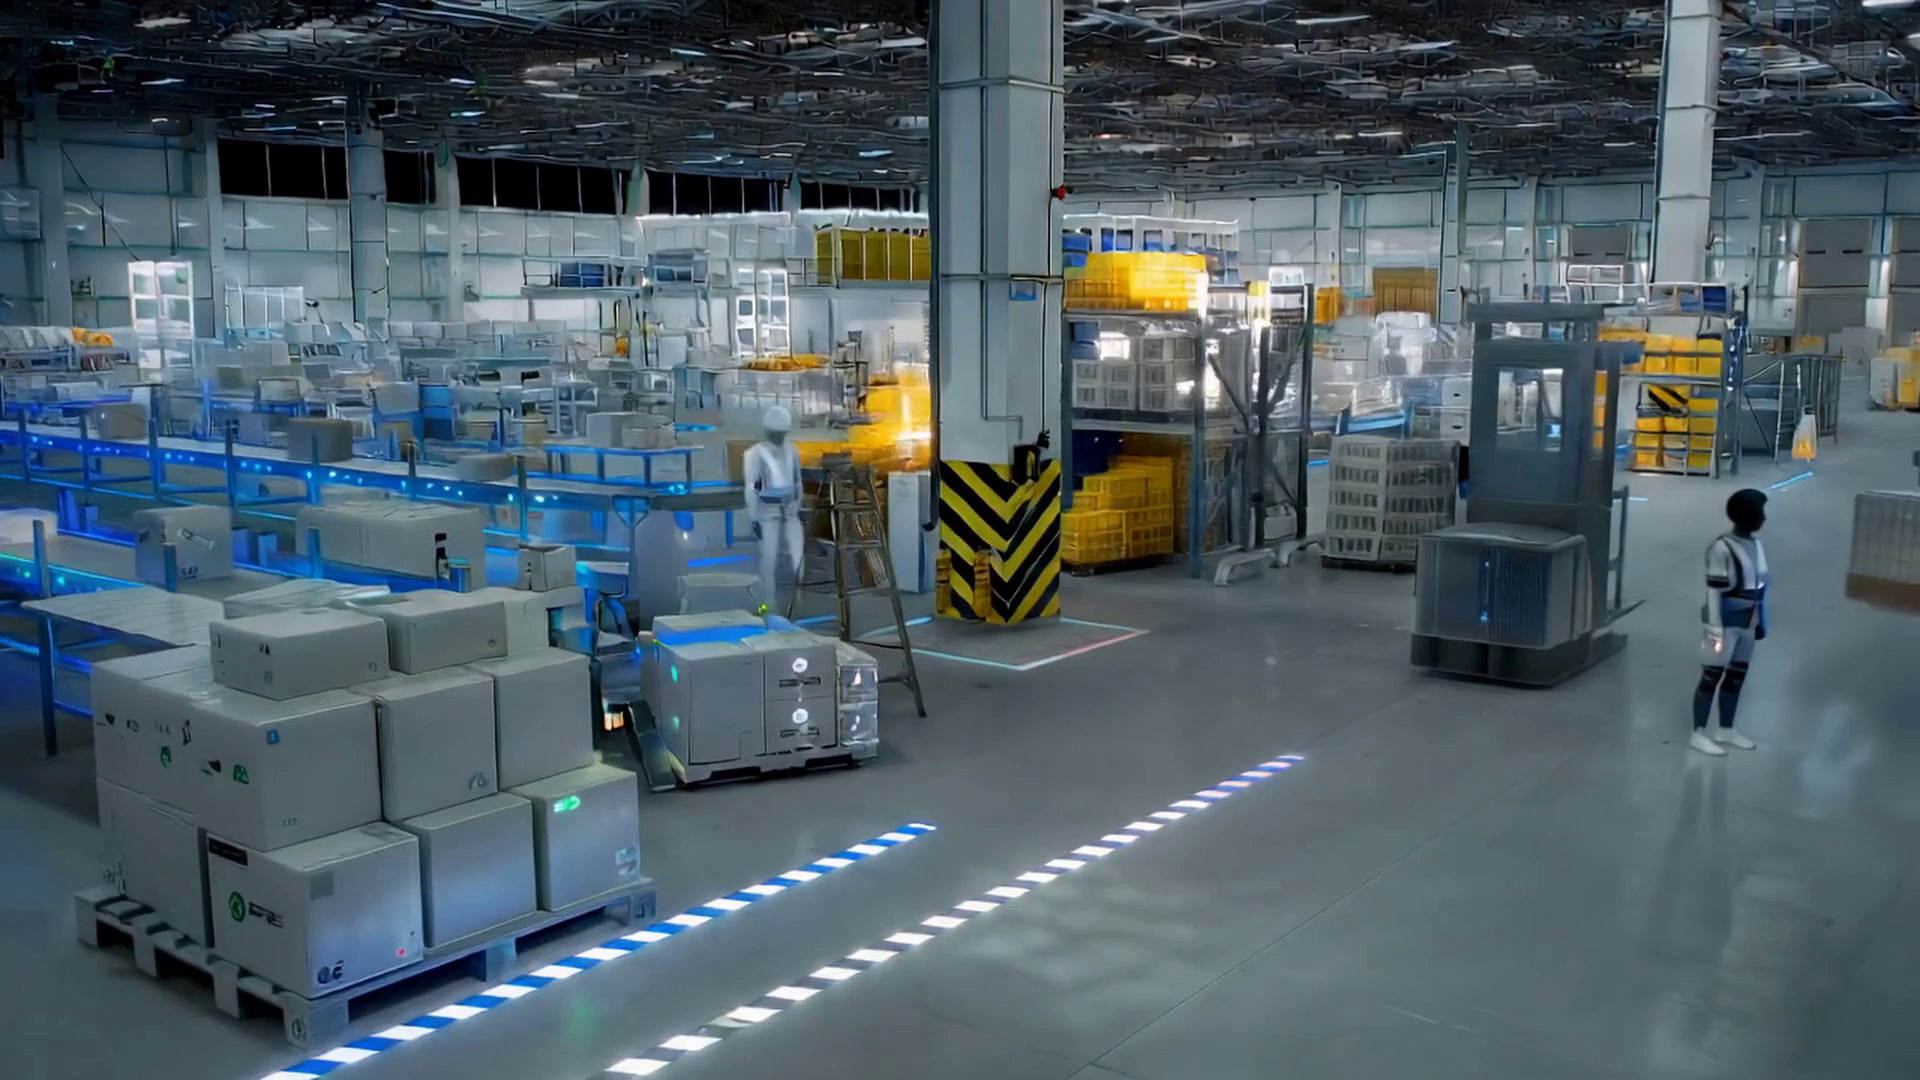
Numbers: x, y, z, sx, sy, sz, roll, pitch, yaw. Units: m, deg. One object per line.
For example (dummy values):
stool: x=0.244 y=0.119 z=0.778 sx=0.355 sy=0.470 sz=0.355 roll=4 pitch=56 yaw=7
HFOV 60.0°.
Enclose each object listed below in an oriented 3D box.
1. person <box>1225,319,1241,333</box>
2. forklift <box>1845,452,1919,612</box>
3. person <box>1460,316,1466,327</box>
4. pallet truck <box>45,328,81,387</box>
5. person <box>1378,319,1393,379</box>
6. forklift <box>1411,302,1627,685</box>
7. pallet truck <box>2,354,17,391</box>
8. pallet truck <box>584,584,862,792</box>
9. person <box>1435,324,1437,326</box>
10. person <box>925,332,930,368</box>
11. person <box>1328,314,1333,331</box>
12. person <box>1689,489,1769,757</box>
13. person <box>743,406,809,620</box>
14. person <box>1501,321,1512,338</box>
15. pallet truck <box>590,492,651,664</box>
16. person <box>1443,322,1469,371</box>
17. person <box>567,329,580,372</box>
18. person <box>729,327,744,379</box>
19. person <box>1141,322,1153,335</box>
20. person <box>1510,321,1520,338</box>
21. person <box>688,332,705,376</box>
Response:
person: x=10.802 y=-7.797 z=65.702 sx=0.664 sy=1.906 sz=0.853 roll=3 pitch=9 yaw=19
forklift: x=9.240 y=-0.782 z=15.169 sx=1.873 sy=2.768 sz=1.129 roll=-4 pitch=9 yaw=-24
person: x=24.141 y=-9.883 z=80.095 sx=0.740 sy=1.819 sz=0.629 roll=-2 pitch=9 yaw=-10
pallet truck: x=-23.775 y=-4.544 z=43.495 sx=1.885 sy=1.965 sz=0.823 roll=6 pitch=10 yaw=35
person: x=14.376 y=-6.485 z=56.425 sx=0.616 sy=2.041 sz=0.381 roll=-5 pitch=10 yaw=-28
forklift: x=4.379 y=-0.438 z=12.852 sx=1.129 sy=2.768 sz=1.873 roll=7 pitch=11 yaw=37
pallet truck: x=-24.881 y=-4.417 z=42.634 sx=1.885 sy=1.965 sz=0.823 roll=8 pitch=11 yaw=41
pallet truck: x=-1.426 y=0.805 z=10.019 sx=1.601 sy=1.201 sz=0.680 roll=-4 pitch=9 yaw=-26
person: x=22.525 y=-9.698 z=78.684 sx=0.654 sy=1.867 sz=0.907 roll=-8 pitch=11 yaw=-42
person: x=-1.010 y=-7.329 z=62.622 sx=0.886 sy=1.900 sz=0.594 roll=4 pitch=9 yaw=24
person: x=18.468 y=-10.255 z=82.154 sx=0.609 sy=1.948 sz=0.389 roll=-4 pitch=9 yaw=-25
person: x=4.854 y=0.515 z=10.434 sx=0.535 sy=1.693 sz=0.321 roll=-5 pitch=10 yaw=-30
person: x=-1.573 y=-0.213 z=14.543 sx=0.630 sy=1.921 sz=0.579 roll=-7 pitch=11 yaw=-41
person: x=26.294 y=-9.917 z=79.987 sx=0.590 sy=1.913 sz=0.541 roll=-5 pitch=10 yaw=-33
pallet truck: x=-3.115 y=0.344 z=12.883 sx=0.653 sy=1.274 sz=1.630 roll=7 pitch=11 yaw=37
person: x=18.646 y=-7.254 z=62.328 sx=0.941 sy=1.836 sz=0.529 roll=4 pitch=9 yaw=22
person: x=-11.545 y=-5.353 z=49.514 sx=0.387 sy=1.840 sz=0.594 roll=-6 pitch=10 yaw=-36
person: x=-7.521 y=-6.292 z=56.089 sx=0.518 sy=1.756 sz=0.348 roll=2 pitch=9 yaw=12
person: x=6.349 y=-6.401 z=56.291 sx=0.548 sy=1.919 sz=0.717 roll=-3 pitch=9 yaw=-17
person: x=26.043 y=-9.534 z=78.110 sx=0.530 sy=1.712 sz=0.923 roll=-1 pitch=8 yaw=-5
person: x=-8.963 y=-6.383 z=56.470 sx=0.973 sy=1.835 sz=0.596 roll=7 pitch=11 yaw=41
